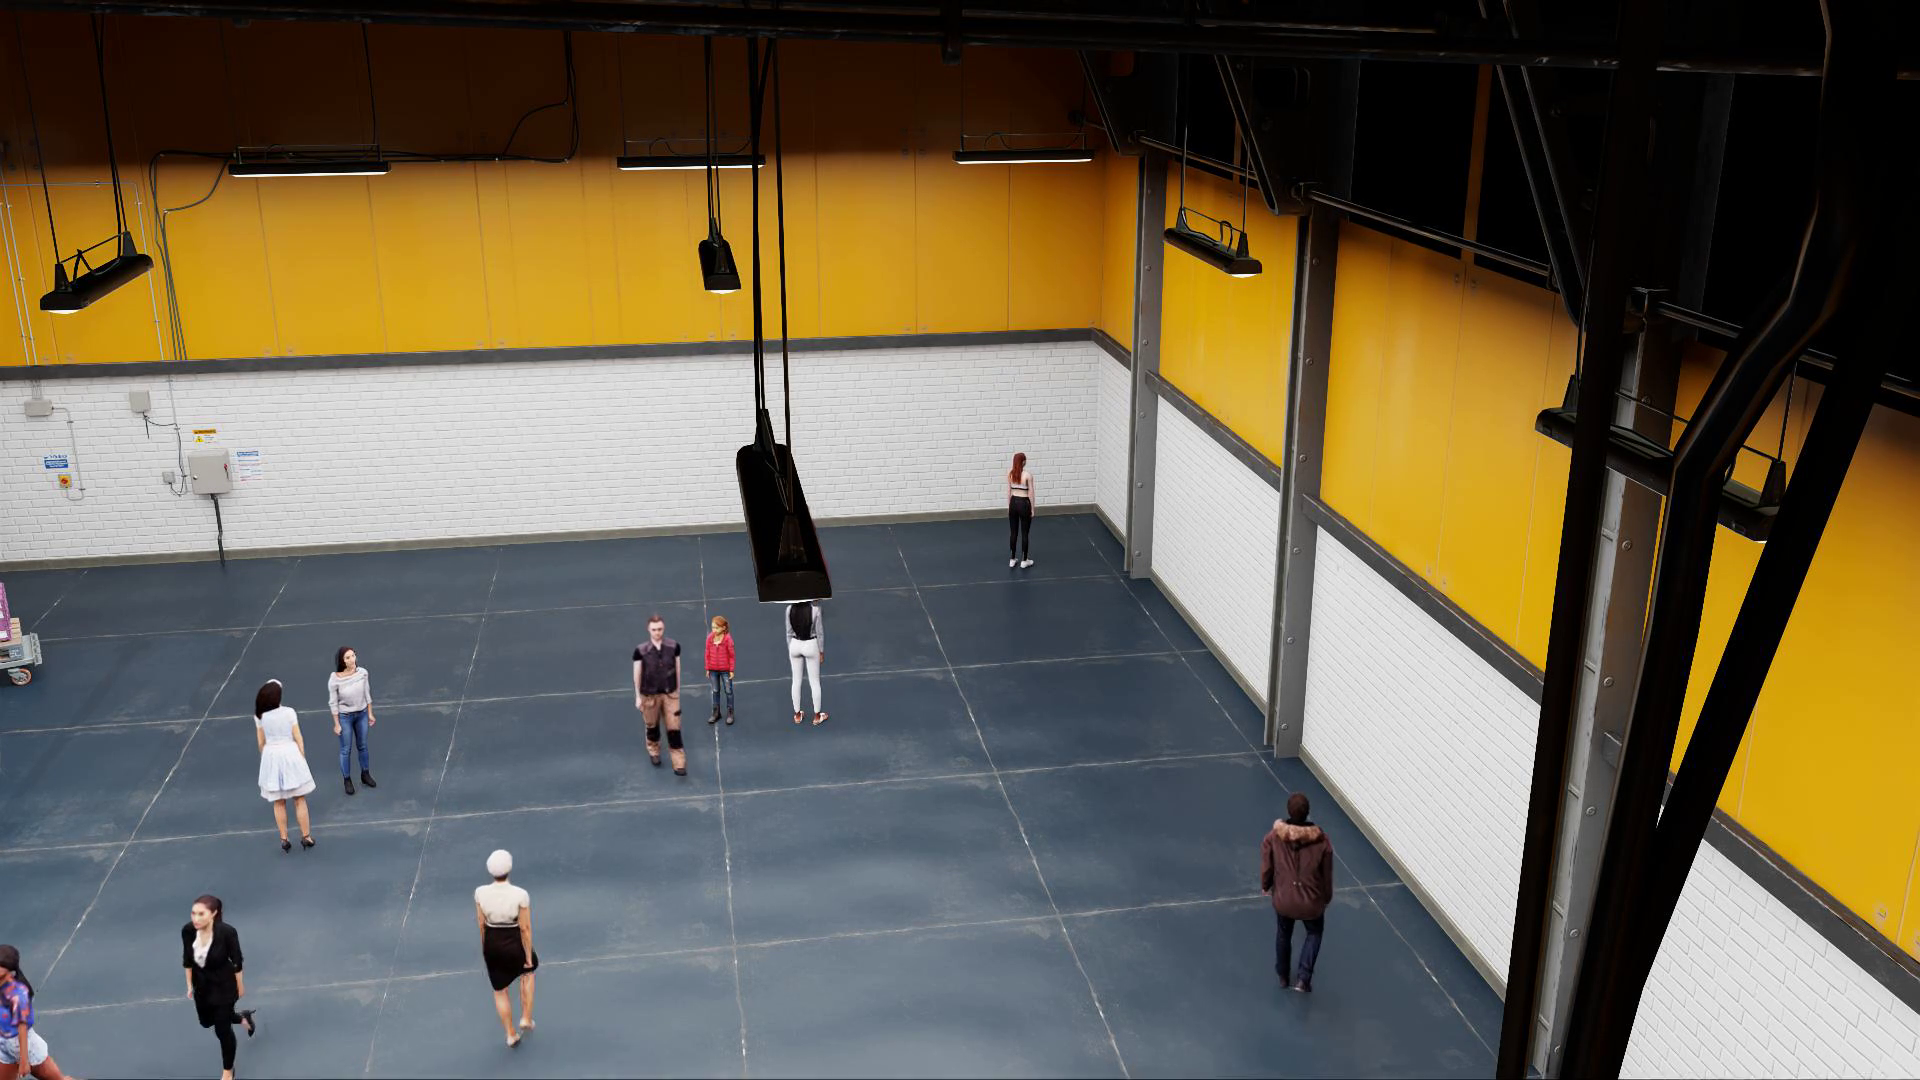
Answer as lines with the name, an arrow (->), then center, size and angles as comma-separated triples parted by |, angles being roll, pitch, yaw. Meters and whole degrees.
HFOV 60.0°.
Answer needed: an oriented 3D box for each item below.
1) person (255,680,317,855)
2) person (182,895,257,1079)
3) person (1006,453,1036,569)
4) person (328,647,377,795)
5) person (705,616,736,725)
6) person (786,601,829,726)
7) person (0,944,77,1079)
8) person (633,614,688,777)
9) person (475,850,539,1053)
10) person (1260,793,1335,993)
person -> -6.680, 2.238, 16.425 | 0.686, 1.818, 0.700 | -3, 19, -8
person -> -5.787, 3.471, 13.041 | 0.784, 1.641, 1.005 | 3, 19, 8
person -> 0.883, -0.449, 24.524 | 0.670, 1.742, 0.695 | 8, 20, 22
person -> -6.493, 1.896, 17.728 | 0.679, 1.636, 0.698 | -18, 25, -42
person -> -2.789, 1.500, 19.399 | 0.574, 1.318, 0.588 | 3, 19, 9
person -> -1.806, 1.306, 19.339 | 0.662, 1.724, 0.650 | 4, 19, 12
person -> -6.788, 3.724, 12.218 | 1.097, 1.688, 1.180 | 11, 22, 31
person -> -3.308, 1.652, 18.191 | 0.784, 1.802, 1.124 | -6, 20, -17
person -> -3.650, 3.328, 13.312 | 0.675, 1.740, 0.740 | -1, 19, -2
person -> 2.852, 3.026, 14.055 | 0.938, 1.837, 0.960 | 6, 20, 17
